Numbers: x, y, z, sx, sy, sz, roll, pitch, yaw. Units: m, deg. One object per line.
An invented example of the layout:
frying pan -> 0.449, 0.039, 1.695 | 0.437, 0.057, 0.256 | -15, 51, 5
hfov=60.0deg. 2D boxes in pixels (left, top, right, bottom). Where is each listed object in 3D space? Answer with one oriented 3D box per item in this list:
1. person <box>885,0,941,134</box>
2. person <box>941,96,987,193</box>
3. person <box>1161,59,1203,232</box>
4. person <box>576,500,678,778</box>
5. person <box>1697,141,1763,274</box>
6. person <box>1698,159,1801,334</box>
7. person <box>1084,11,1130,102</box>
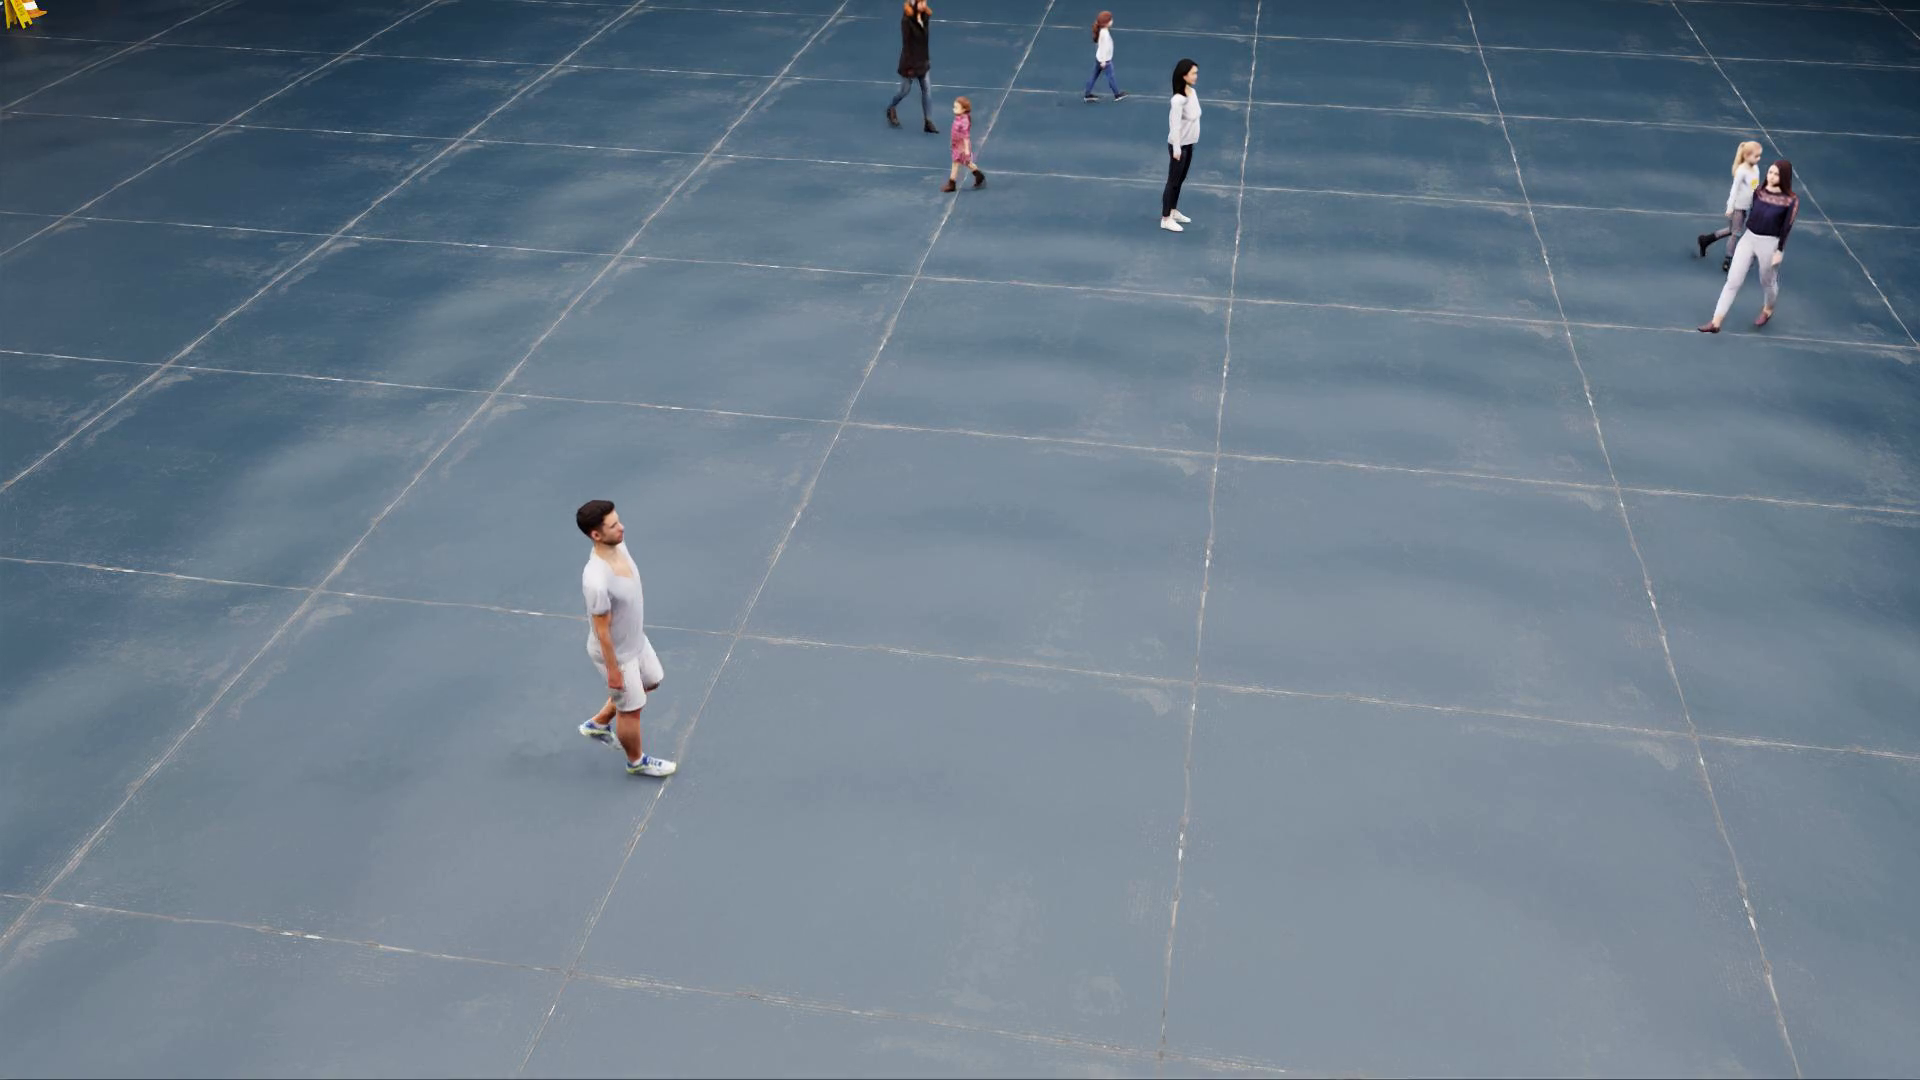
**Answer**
person -> -0.581, -5.518, 19.181 | 0.994, 1.608, 1.120 | -26, 41, -35
person -> 0.057, -4.204, 17.658 | 0.796, 1.010, 0.636 | -10, 34, -15
person -> 2.206, -3.962, 16.627 | 0.621, 1.701, 0.670 | 13, 35, 20
person -> -1.992, 0.566, 9.310 | 0.836, 1.849, 0.740 | 2, 32, 2
person -> 7.345, -3.180, 15.797 | 0.757, 1.264, 0.855 | -25, 40, -34
person -> 7.027, -2.534, 14.493 | 1.143, 1.563, 1.057 | -19, 37, -27
person -> 1.690, -5.866, 20.223 | 0.820, 1.084, 0.614 | -5, 33, -8
